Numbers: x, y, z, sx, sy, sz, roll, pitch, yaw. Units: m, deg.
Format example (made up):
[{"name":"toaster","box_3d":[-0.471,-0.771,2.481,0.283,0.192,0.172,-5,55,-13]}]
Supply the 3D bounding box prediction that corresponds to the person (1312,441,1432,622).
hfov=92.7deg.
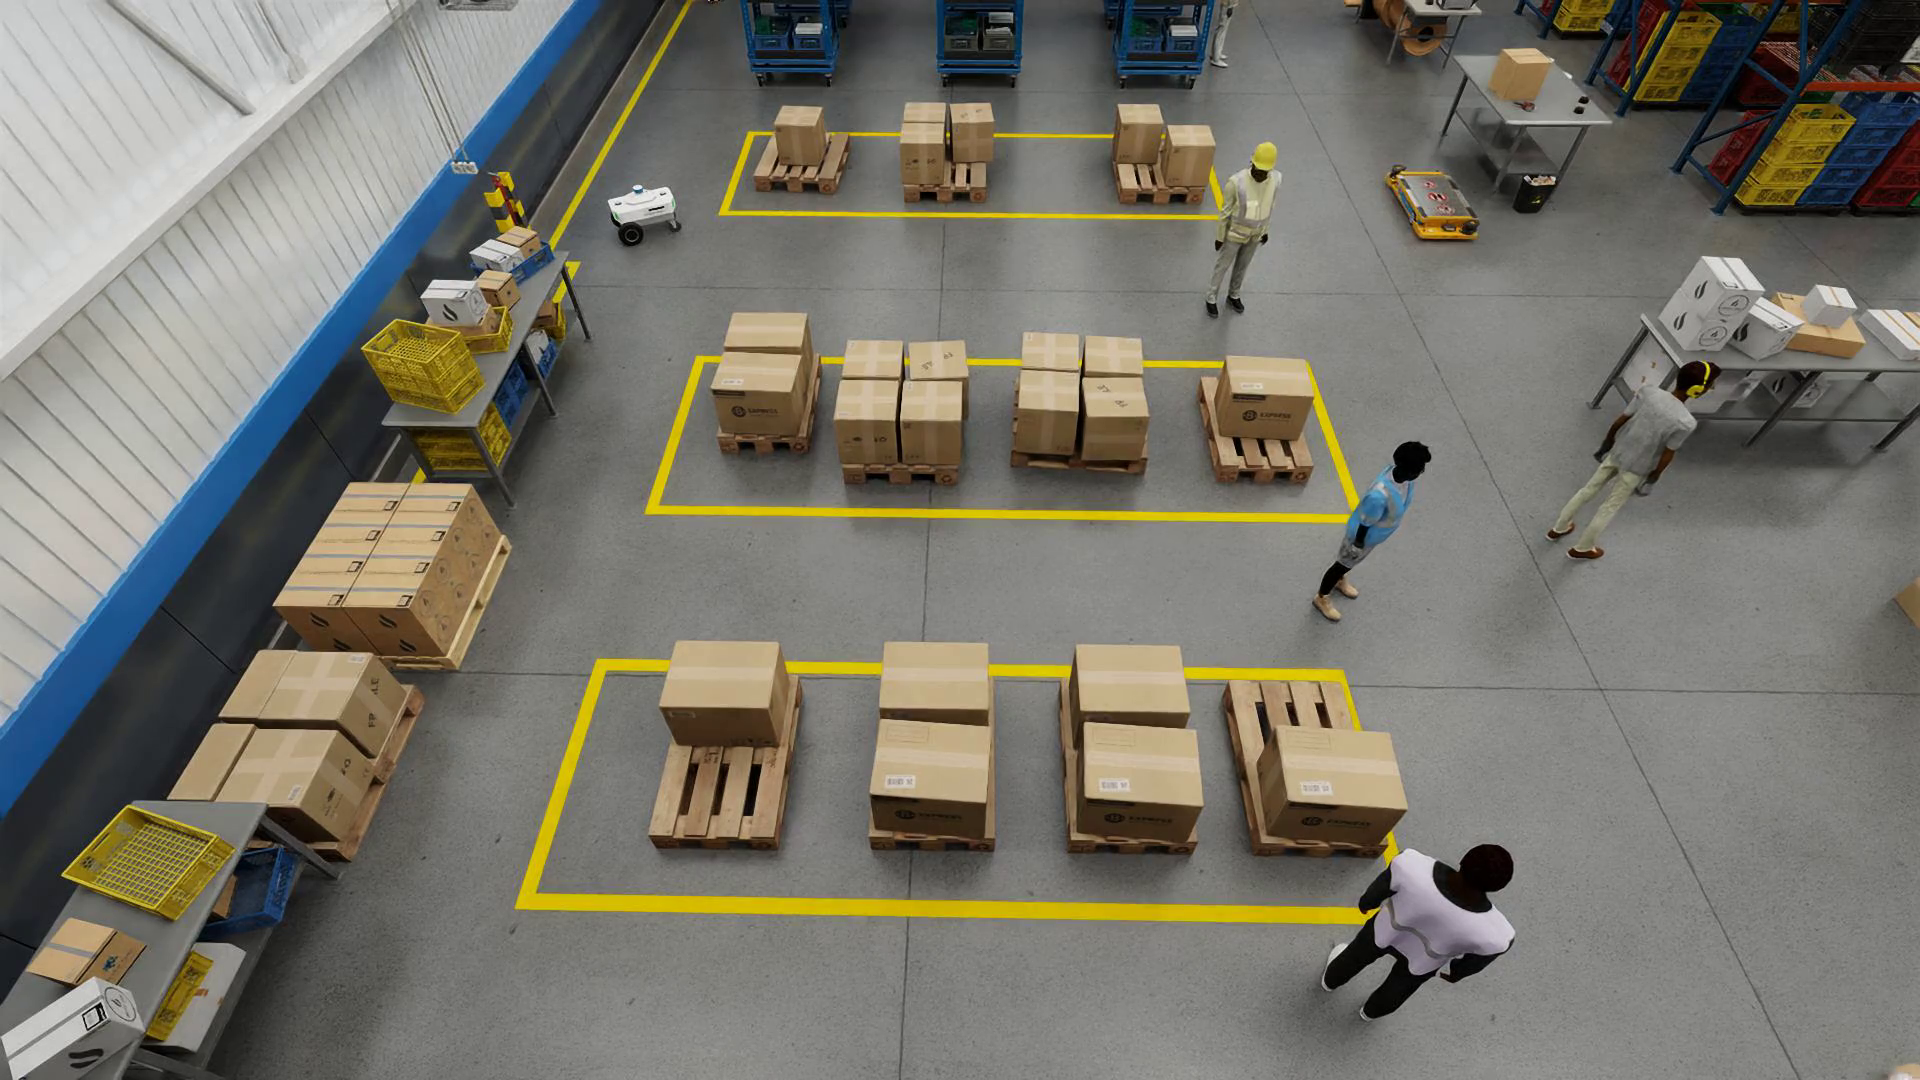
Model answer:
[{"name":"person","box_3d":[2.979,-0.080,6.644,0.318,1.698,0.540,35,58,27]}]

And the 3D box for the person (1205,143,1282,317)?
[{"name":"person","box_3d":[2.842,-3.082,9.160,0.601,1.825,0.404,-13,50,-11]}]

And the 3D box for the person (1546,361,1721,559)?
[{"name":"person","box_3d":[5.098,-0.591,6.981,0.332,1.865,0.520,-13,50,-11]}]

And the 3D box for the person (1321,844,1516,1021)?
[{"name":"person","box_3d":[2.311,2.021,4.684,0.592,1.919,0.392,37,58,27]}]

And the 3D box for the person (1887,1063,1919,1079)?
[{"name":"person","box_3d":[4.945,2.651,4.232,0.994,1.779,0.631,-28,55,-22]}]

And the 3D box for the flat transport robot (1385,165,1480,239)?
[{"name":"flat transport robot","box_3d":[5.692,-4.094,11.059,0.652,0.197,1.431,1,49,1]}]

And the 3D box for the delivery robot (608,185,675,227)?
[{"name":"delivery robot","box_3d":[-3.668,-3.860,10.610,0.707,0.478,0.477,-20,52,-17]}]

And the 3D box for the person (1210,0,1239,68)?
[{"name":"person","box_3d":[3.934,-7.848,13.408,0.307,1.641,0.512,8,50,7]}]

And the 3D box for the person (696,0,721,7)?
[{"name":"person","box_3d":[-4.266,-9.772,14.882,0.475,1.945,0.788,-11,50,-9]}]
